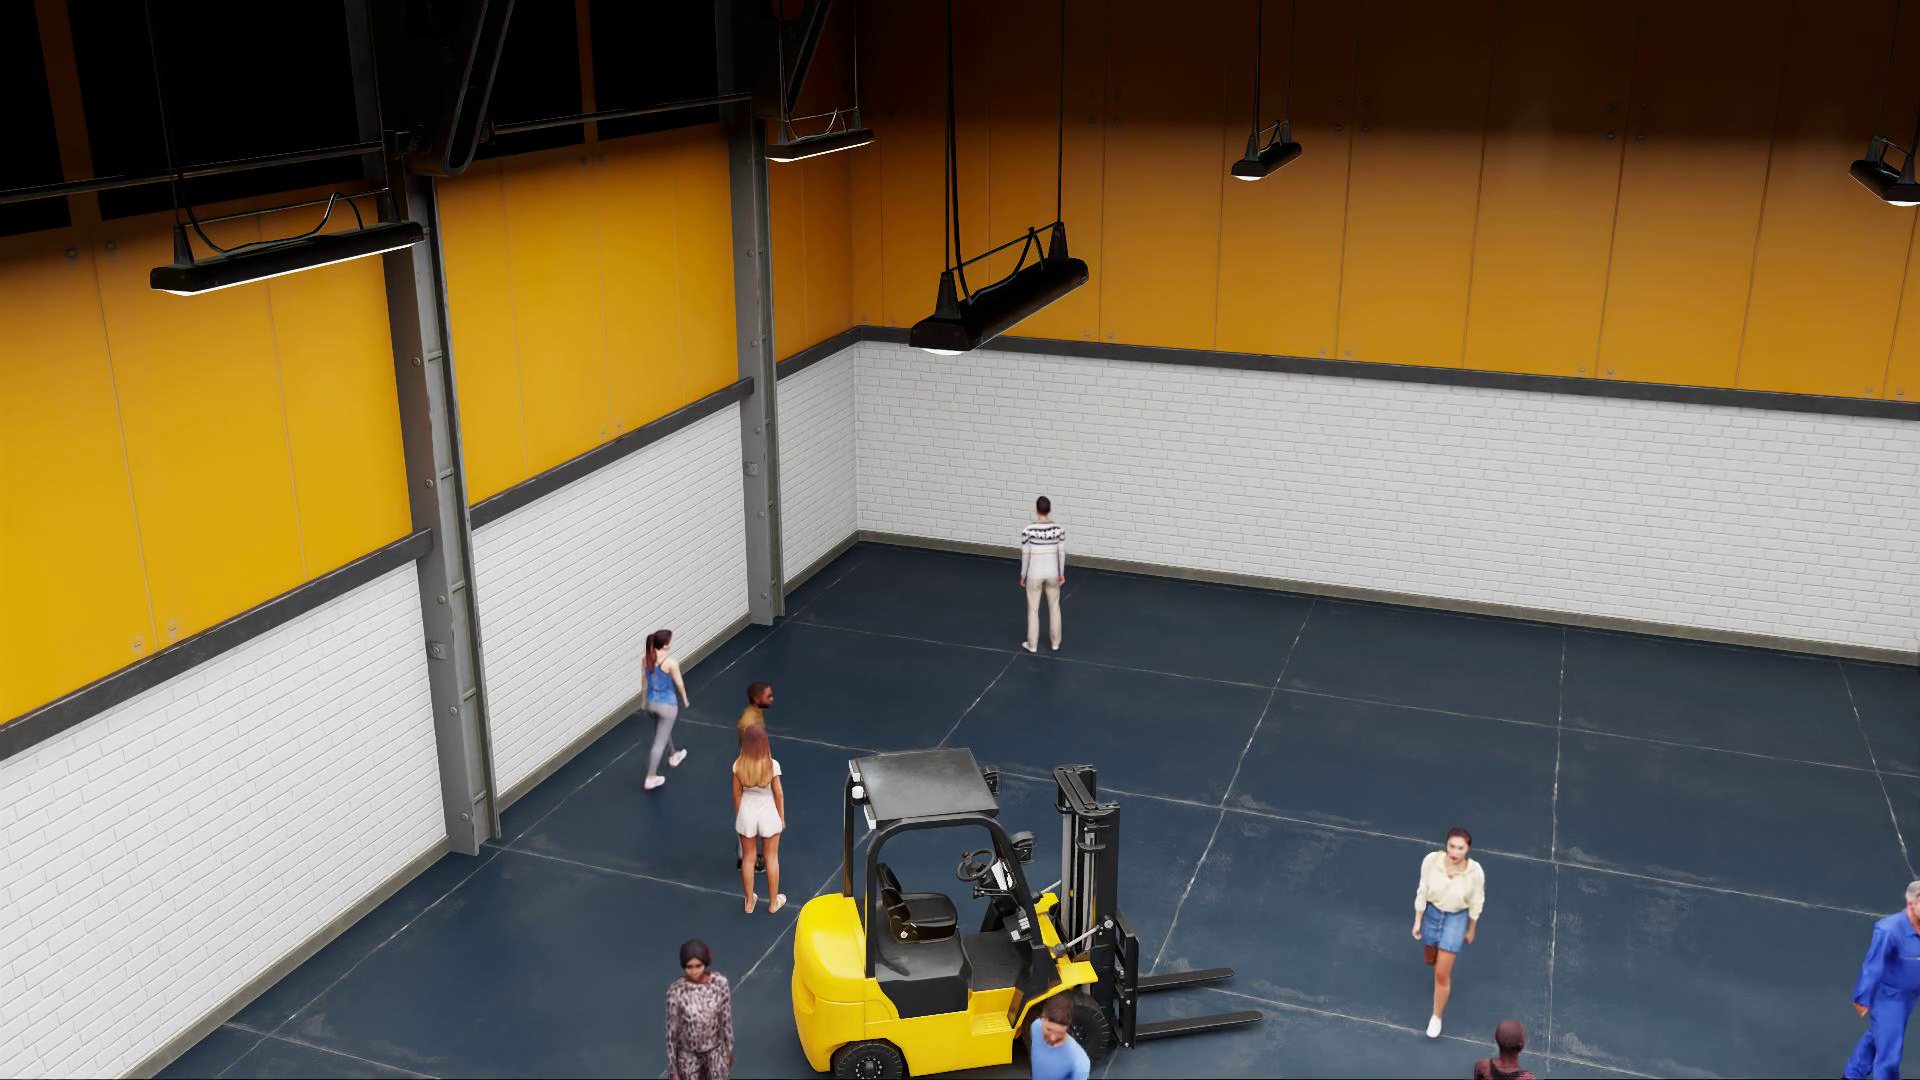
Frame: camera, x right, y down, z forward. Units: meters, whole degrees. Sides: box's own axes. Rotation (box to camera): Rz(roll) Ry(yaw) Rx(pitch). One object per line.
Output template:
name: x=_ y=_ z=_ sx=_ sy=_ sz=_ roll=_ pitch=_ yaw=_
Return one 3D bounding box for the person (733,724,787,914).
person: x=-1.685 y=2.319 z=13.873 sx=0.623 sy=1.695 sz=0.618 roll=2 pitch=19 yaw=5

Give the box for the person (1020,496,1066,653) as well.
person: x=0.959 y=0.397 z=19.322 sx=0.765 sy=1.860 sz=0.759 roll=-4 pitch=19 yaw=-12

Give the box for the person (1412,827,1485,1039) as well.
person: x=3.641 y=2.845 z=12.445 sx=0.762 sy=1.608 sz=1.072 roll=10 pitch=21 yaw=28

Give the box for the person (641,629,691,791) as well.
person: x=-2.921 y=1.656 z=16.031 sx=0.662 sy=1.573 sz=0.992 roll=10 pitch=21 yaw=27

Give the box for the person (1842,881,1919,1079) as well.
person: x=6.343 y=3.083 z=11.434 sx=1.049 sy=1.803 sz=1.116 roll=-8 pitch=20 yaw=-22

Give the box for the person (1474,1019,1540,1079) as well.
person: x=3.151 y=3.661 z=9.828 sx=1.148 sy=1.733 sz=0.921 roll=-16 pitch=24 yaw=-39

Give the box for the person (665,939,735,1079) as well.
person: x=-1.699 y=3.333 z=10.873 sx=0.879 sy=1.687 sz=1.035 roll=-4 pitch=19 yaw=-10

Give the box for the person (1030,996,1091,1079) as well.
person: x=0.606 y=3.500 z=10.162 sx=0.952 sy=1.826 sz=0.958 roll=-7 pitch=20 yaw=-21

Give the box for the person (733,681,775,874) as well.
person: x=-1.907 y=2.074 z=14.443 sx=0.771 sy=1.794 sz=0.661 roll=1 pitch=19 yaw=4
